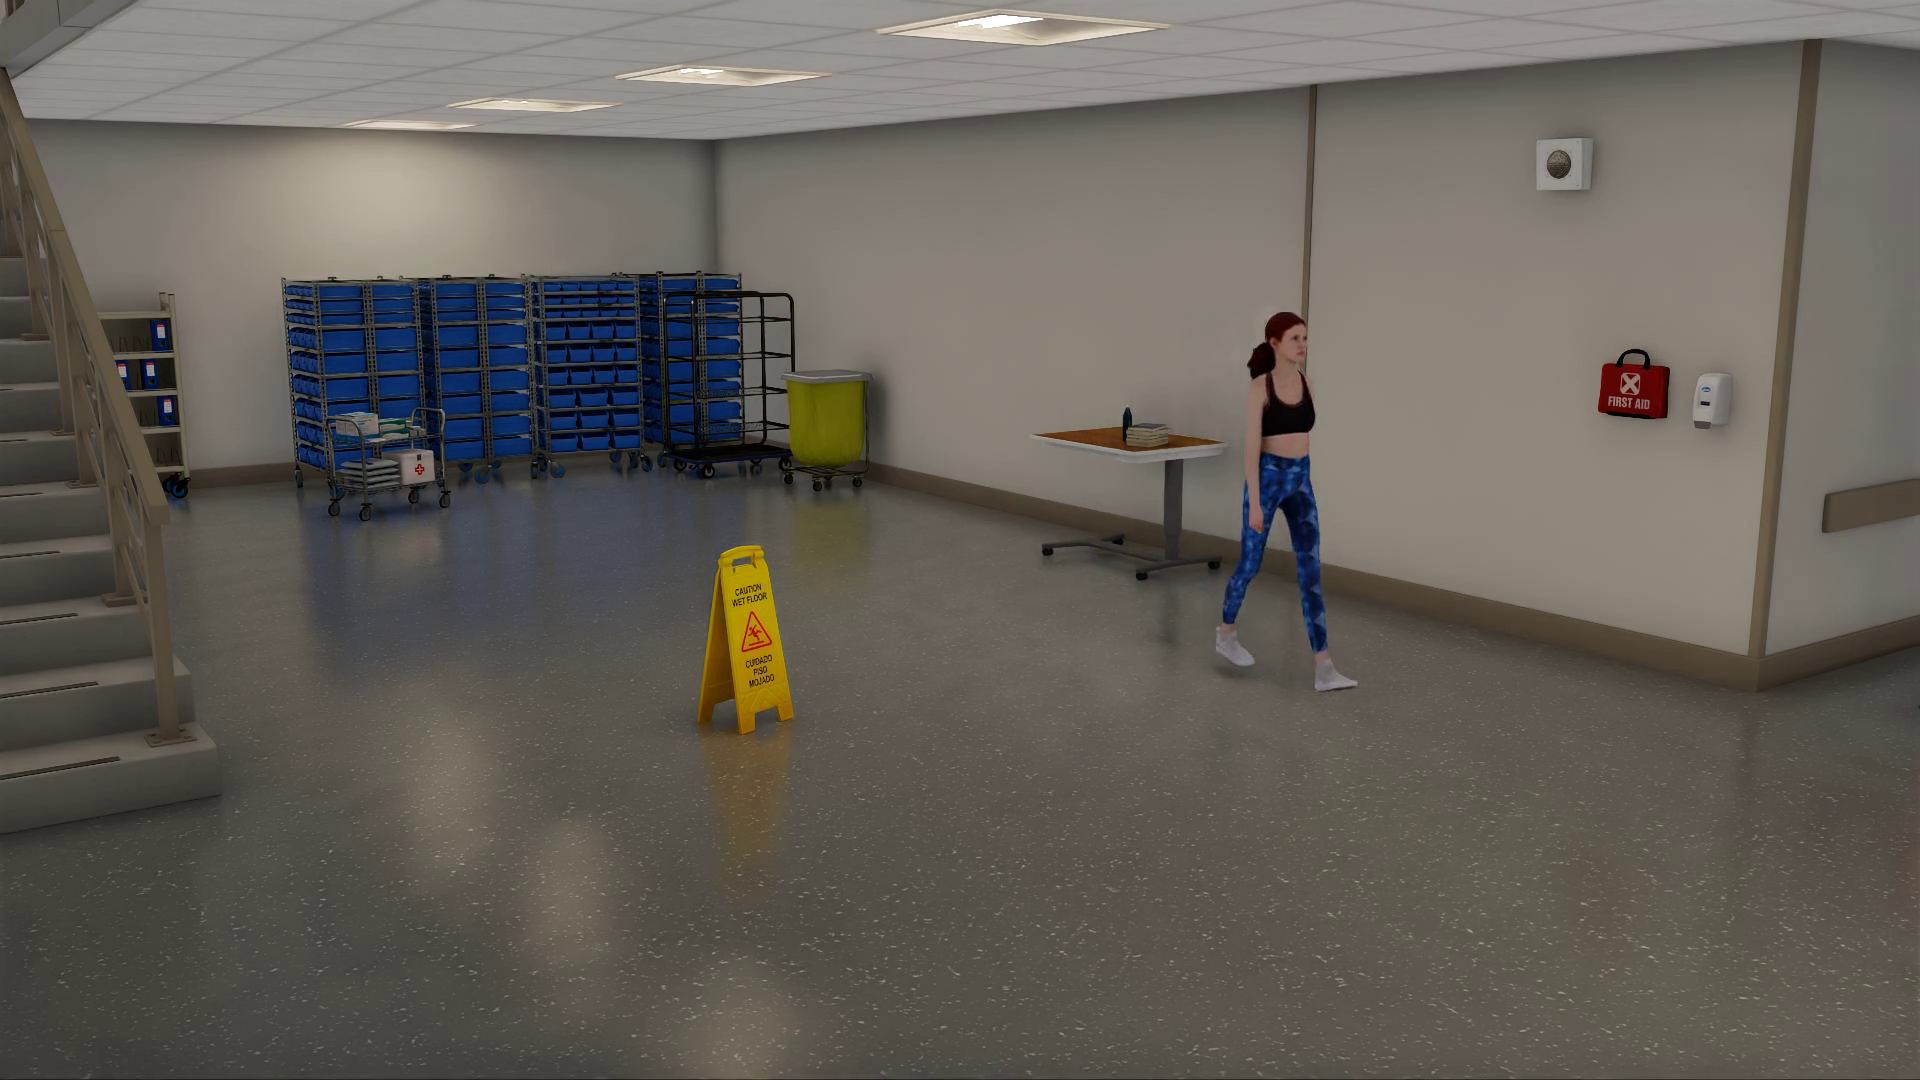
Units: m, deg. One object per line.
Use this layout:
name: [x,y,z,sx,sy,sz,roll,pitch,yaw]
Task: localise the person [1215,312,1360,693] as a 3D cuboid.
person: [1.442,-0.158,7.867,0.688,1.729,1.259,-6,12,-28]
